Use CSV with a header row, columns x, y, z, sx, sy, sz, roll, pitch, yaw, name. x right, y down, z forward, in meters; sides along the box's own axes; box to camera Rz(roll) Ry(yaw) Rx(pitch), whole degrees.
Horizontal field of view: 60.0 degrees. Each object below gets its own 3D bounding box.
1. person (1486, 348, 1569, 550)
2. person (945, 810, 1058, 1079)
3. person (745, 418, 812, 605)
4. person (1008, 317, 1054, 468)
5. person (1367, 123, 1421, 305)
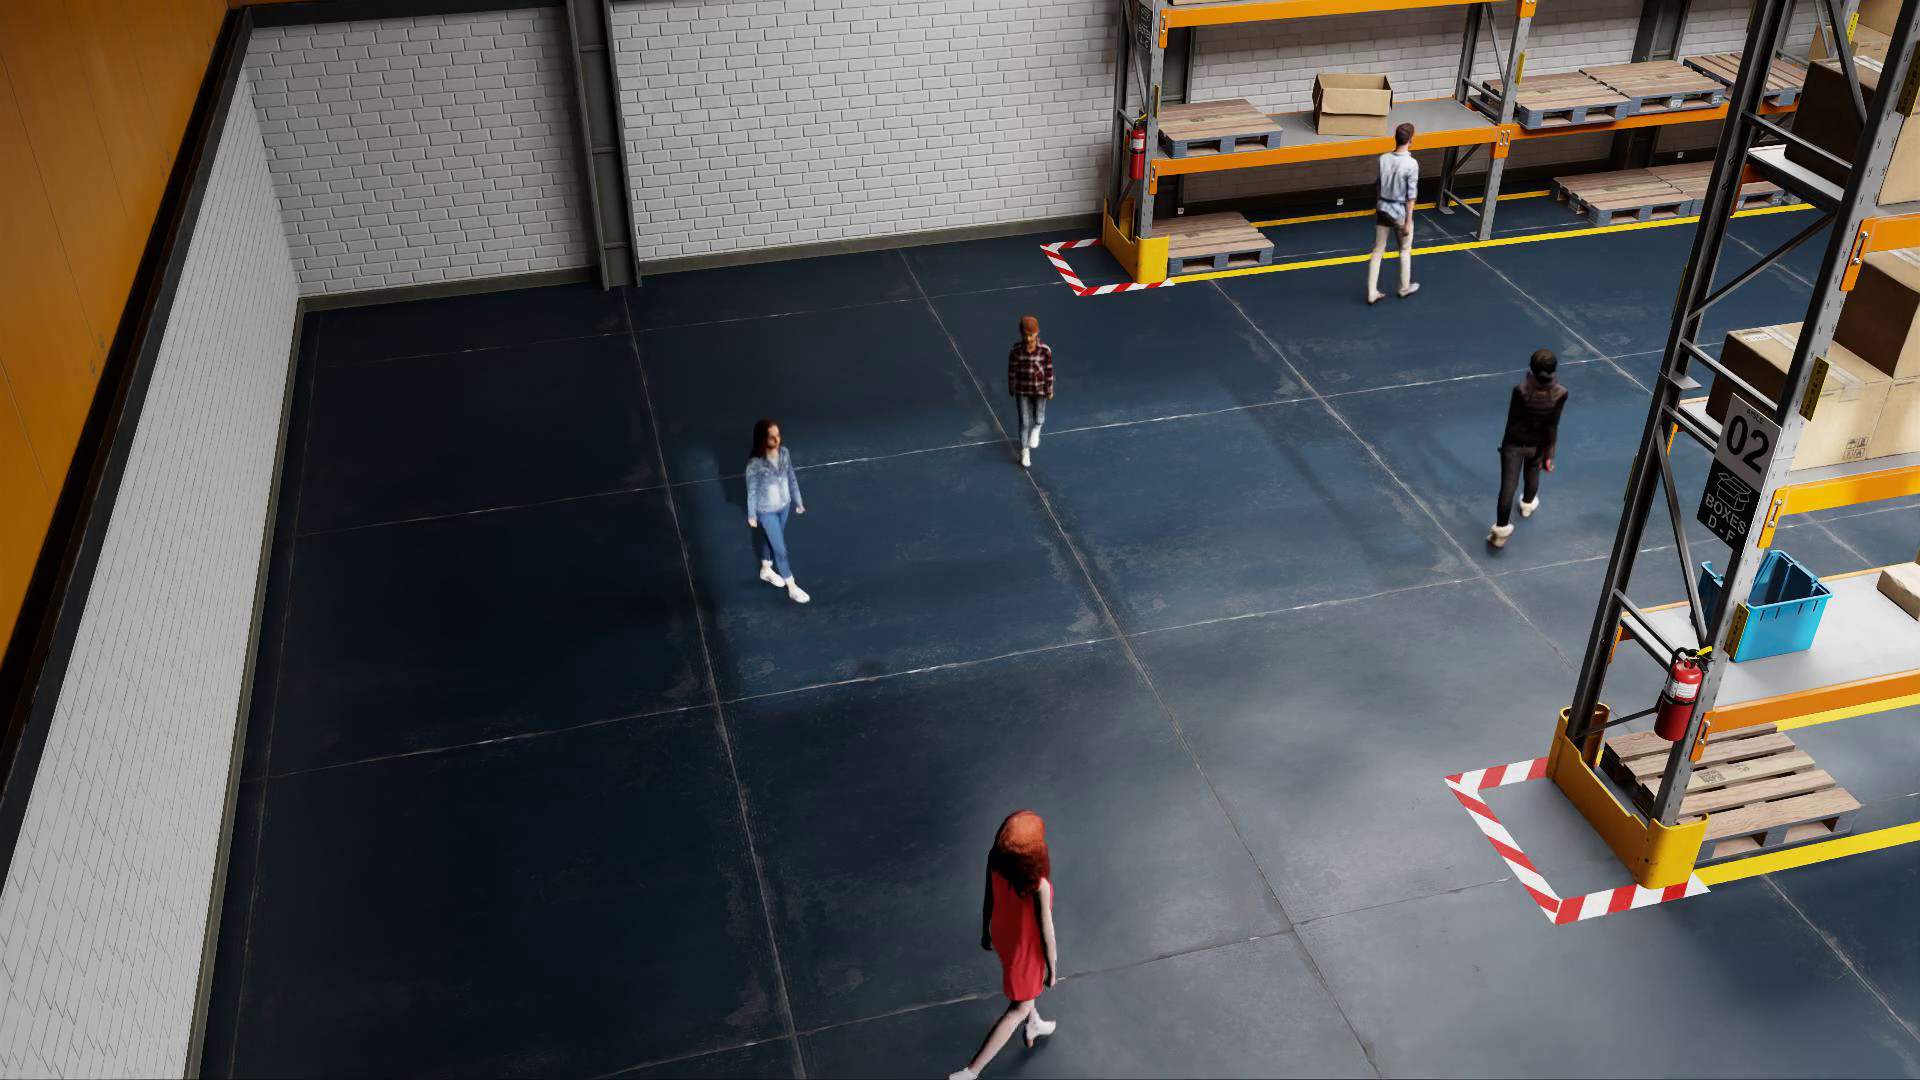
x,y,z,sx,sy,sz,roll,pitch,yaw,name
4.436,-0.824,13.105,1.135,1.659,1.018,20,39,27,person
0.232,2.150,8.504,1.202,1.799,0.946,-26,41,-33,person
-1.453,-0.270,12.450,0.906,1.461,0.879,24,40,31,person
0.614,-1.316,14.182,0.786,1.287,0.728,1,34,2,person
4.254,-3.208,16.533,1.011,1.835,0.896,-26,42,-34,person
